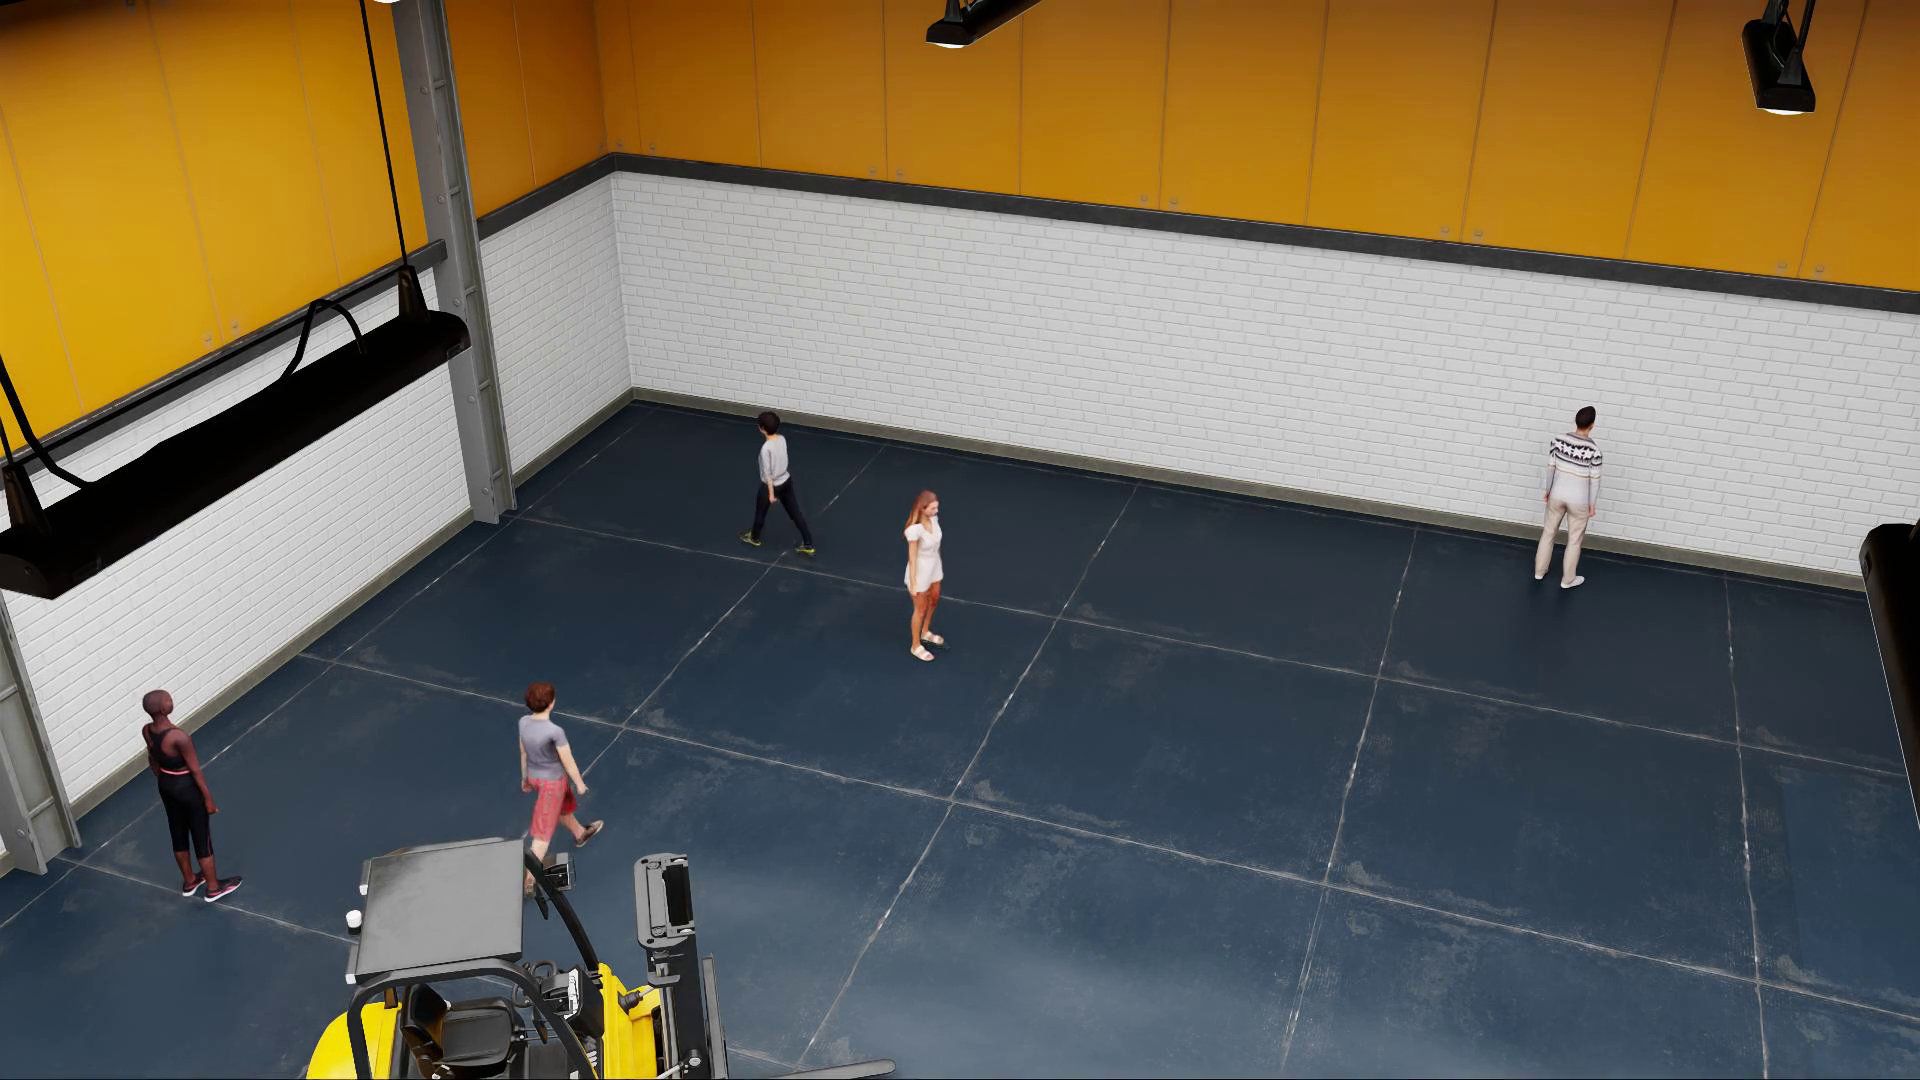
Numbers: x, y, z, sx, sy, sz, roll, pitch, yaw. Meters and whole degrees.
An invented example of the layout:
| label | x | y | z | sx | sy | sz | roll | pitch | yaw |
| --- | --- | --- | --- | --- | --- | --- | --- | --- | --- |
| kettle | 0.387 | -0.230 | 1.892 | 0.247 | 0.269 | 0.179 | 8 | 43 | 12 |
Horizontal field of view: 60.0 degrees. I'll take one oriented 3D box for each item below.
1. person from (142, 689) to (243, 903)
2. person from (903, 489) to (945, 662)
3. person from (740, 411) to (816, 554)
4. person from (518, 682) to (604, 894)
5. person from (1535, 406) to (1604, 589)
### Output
| label | x | y | z | sx | sy | sz | roll | pitch | yaw |
| --- | --- | --- | --- | --- | --- | --- | --- | --- | --- |
| person | -5.627 | 1.829 | 12.003 | 0.589 | 1.758 | 0.518 | 11 | 30 | 19 |
| person | -0.330 | 0.278 | 14.925 | 0.739 | 1.682 | 0.596 | 17 | 33 | 29 |
| person | -1.759 | -0.519 | 16.570 | 0.779 | 1.506 | 1.061 | 17 | 33 | 29 |
| person | -3.059 | 1.831 | 12.158 | 0.763 | 1.607 | 1.180 | 16 | 32 | 27 |
| person | 5.873 | -0.420 | 16.017 | 0.756 | 1.861 | 0.713 | 23 | 36 | 36 |
